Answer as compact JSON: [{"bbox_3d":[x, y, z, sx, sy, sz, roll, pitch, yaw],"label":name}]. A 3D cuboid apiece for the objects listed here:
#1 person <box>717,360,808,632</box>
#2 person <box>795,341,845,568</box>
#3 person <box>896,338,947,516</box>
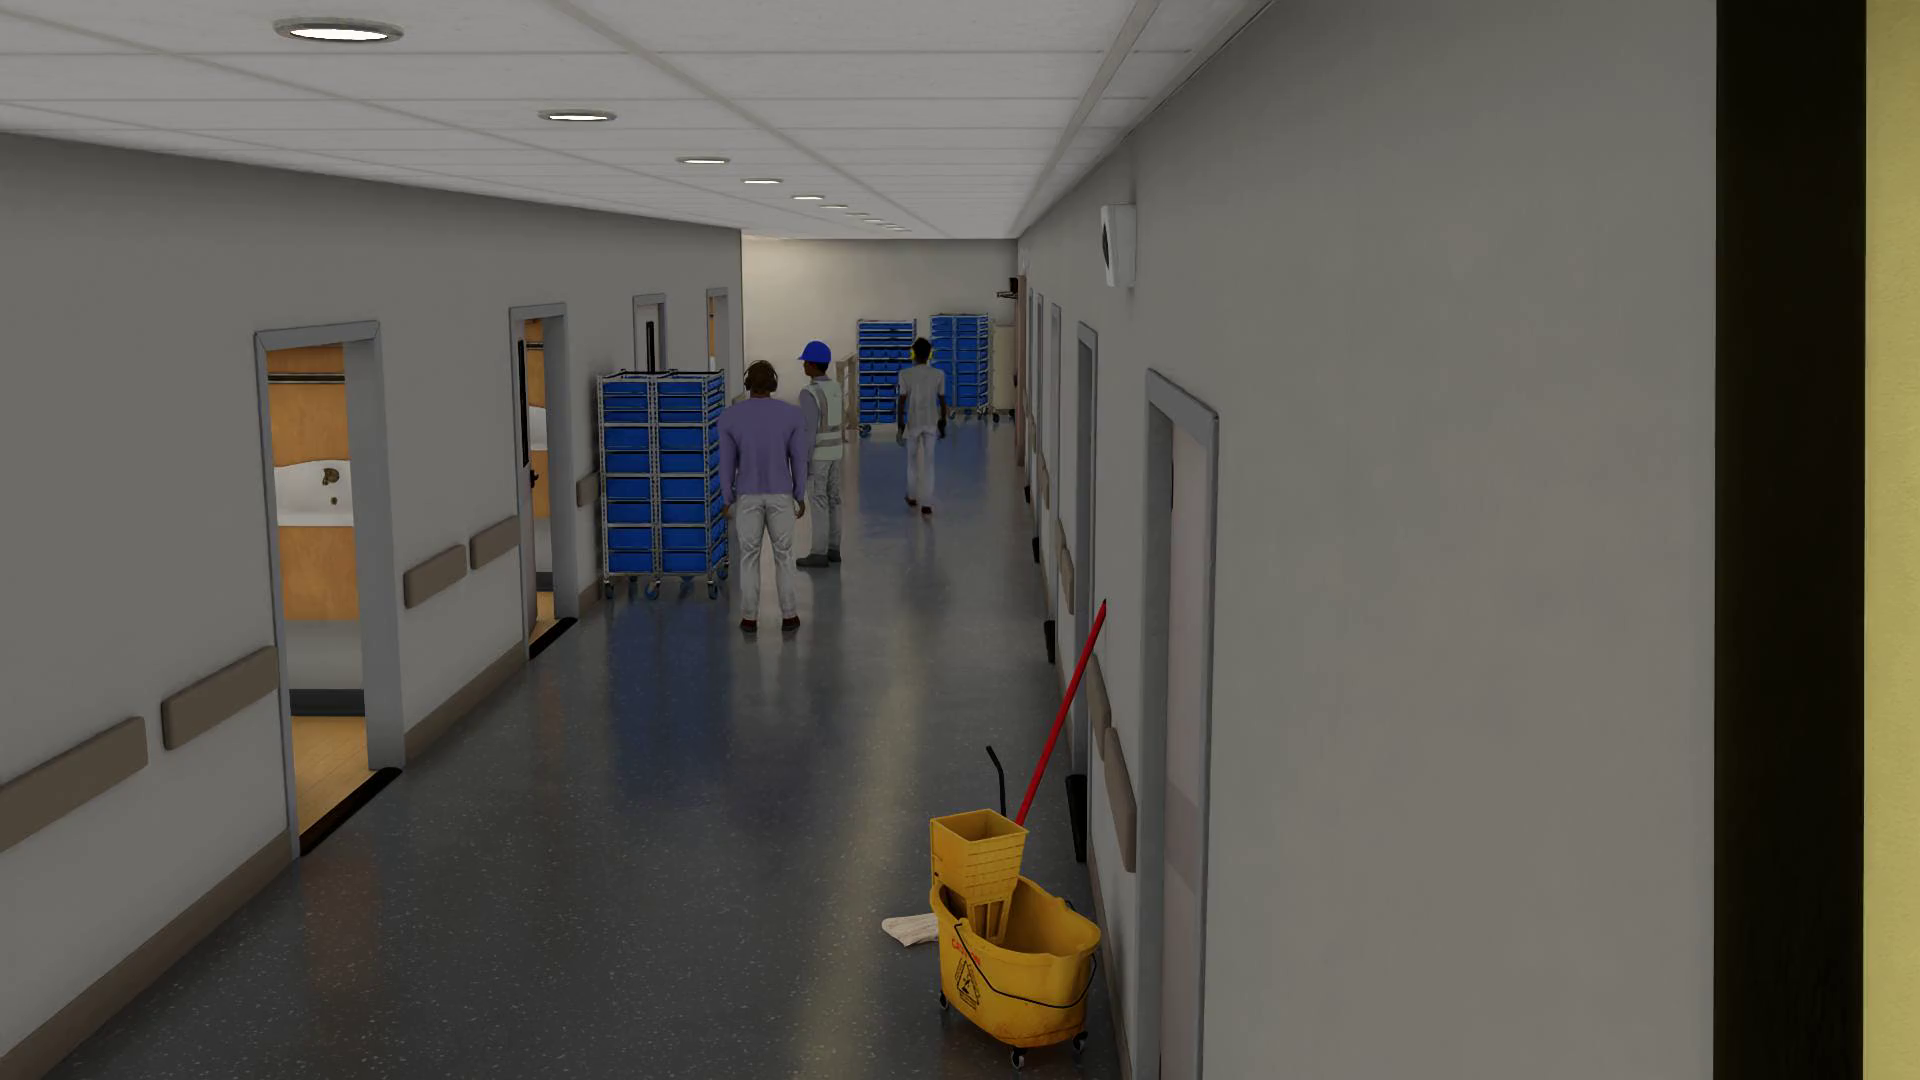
[{"bbox_3d":[-1.394,-0.306,11.802,0.627,1.941,0.372,-1,10,-6],"label":"person"},{"bbox_3d":[-1.206,-0.738,14.358,0.381,1.951,0.607,4,10,22],"label":"person"},{"bbox_3d":[-0.413,-1.201,17.494,0.558,1.828,0.930,-1,10,-7],"label":"person"}]
